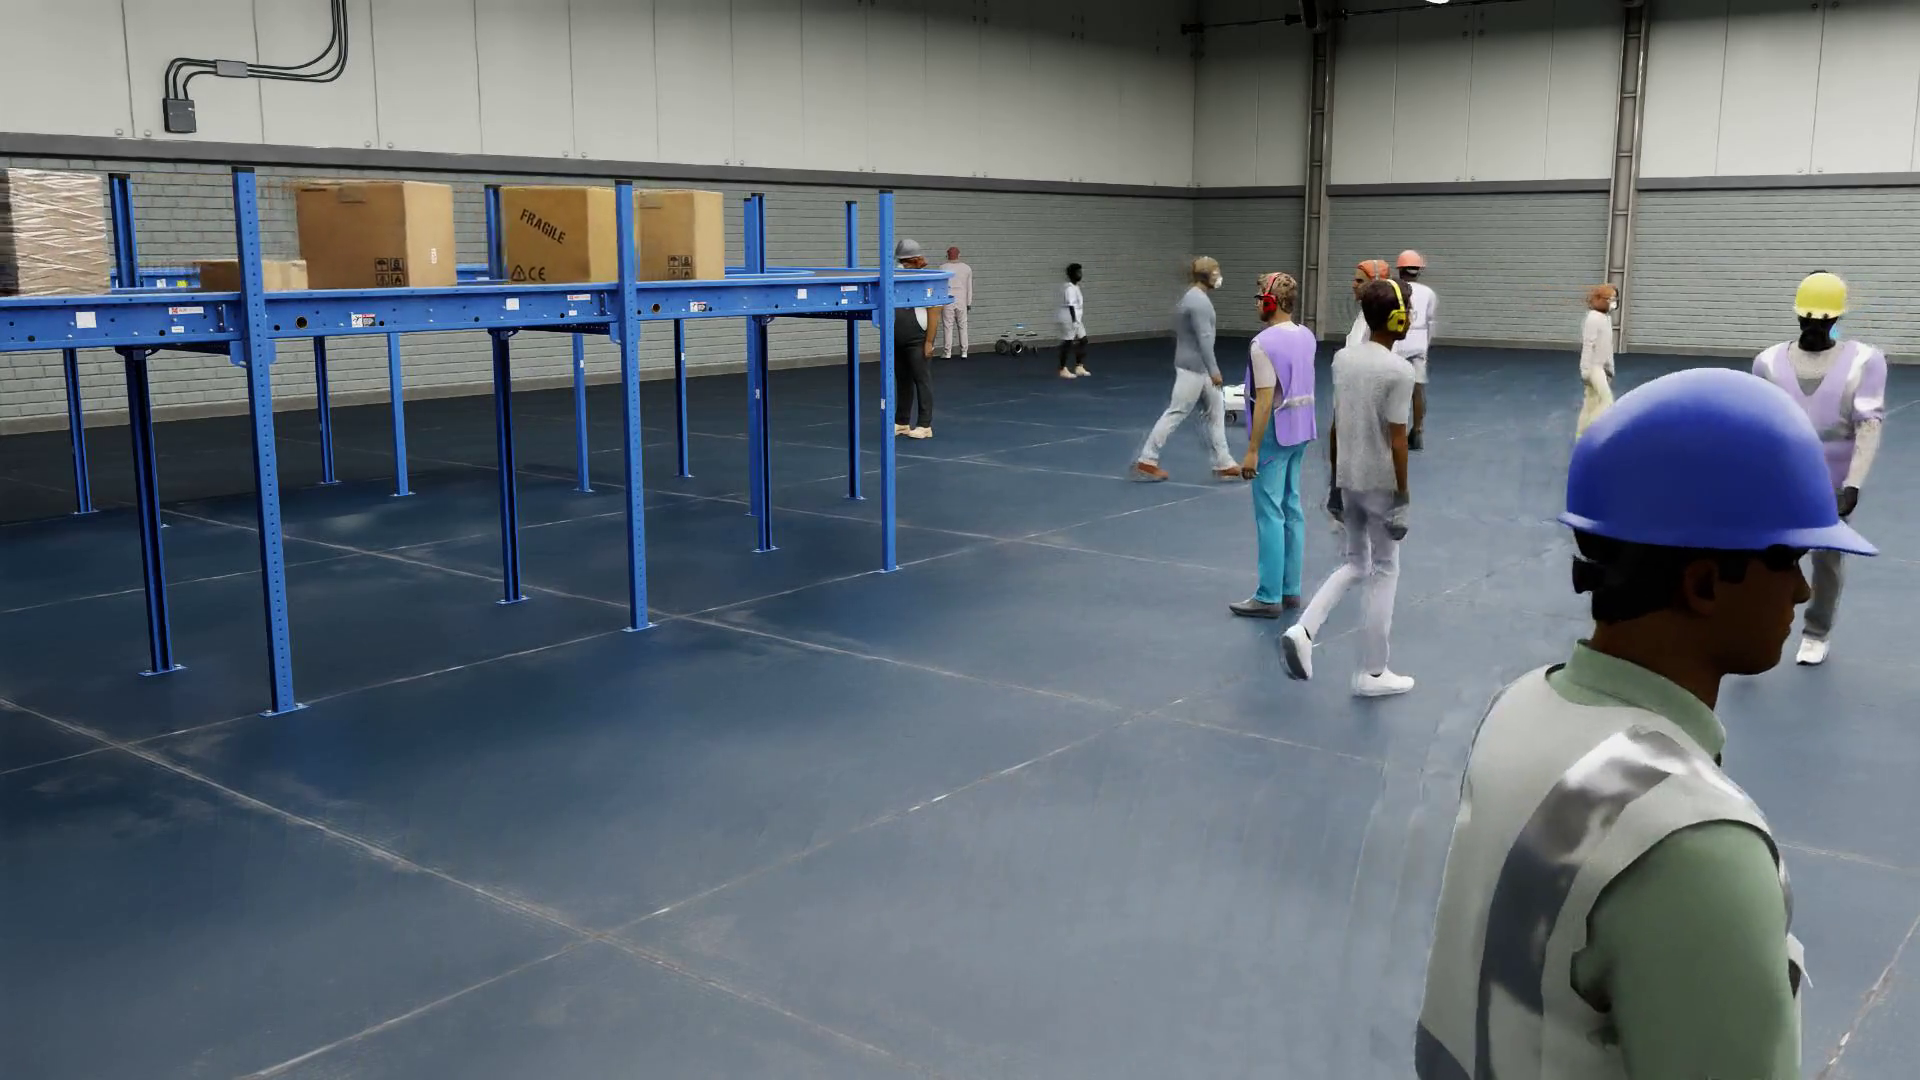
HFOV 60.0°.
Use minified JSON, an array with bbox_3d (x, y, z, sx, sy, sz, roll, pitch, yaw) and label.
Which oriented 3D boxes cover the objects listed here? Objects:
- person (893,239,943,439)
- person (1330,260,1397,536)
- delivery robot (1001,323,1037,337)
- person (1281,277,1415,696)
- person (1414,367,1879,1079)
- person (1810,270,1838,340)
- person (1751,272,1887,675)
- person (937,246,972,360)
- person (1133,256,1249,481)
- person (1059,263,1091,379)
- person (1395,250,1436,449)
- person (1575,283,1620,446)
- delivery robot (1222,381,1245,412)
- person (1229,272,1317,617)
[{"bbox_3d":[-0.534,-2.054,17.099,0.536,2.000,0.673,-9,13,-40],"label":"person"},{"bbox_3d":[2.779,-0.954,11.320,0.354,1.883,0.573,-1,10,-5],"label":"person"},{"bbox_3d":[1.053,-3.731,29.526,0.699,0.223,0.335,-8,13,-37],"label":"delivery robot"},{"bbox_3d":[1.754,-0.218,7.327,0.565,1.852,0.526,-6,12,-28],"label":"person"},{"bbox_3d":[0.667,0.767,1.780,1.021,1.899,0.608,2,10,11],"label":"person"},{"bbox_3d":[10.127,-2.365,19.760,0.552,1.661,0.841,-5,11,-25],"label":"person"},{"bbox_3d":[3.907,-0.286,7.687,0.588,1.865,1.004,8,13,36],"label":"person"},{"bbox_3d":[-0.112,-4.032,28.308,0.639,1.910,0.407,-3,11,-15],"label":"person"},{"bbox_3d":[1.944,-1.425,13.936,1.007,1.897,0.638,2,10,11],"label":"person"},{"bbox_3d":[1.717,-3.193,24.292,0.583,1.675,0.550,3,11,14],"label":"person"},{"bbox_3d":[4.345,-1.874,16.338,0.571,1.905,0.823,-3,11,-16],"label":"person"},{"bbox_3d":[5.971,-1.576,15.487,0.468,1.609,0.523,7,13,35],"label":"person"},{"bbox_3d":[3.243,-1.572,18.287,0.707,0.478,0.477,3,11,16],"label":"delivery robot"},{"bbox_3d":[1.719,-0.513,8.987,0.382,1.842,0.571,8,13,37],"label":"person"}]
